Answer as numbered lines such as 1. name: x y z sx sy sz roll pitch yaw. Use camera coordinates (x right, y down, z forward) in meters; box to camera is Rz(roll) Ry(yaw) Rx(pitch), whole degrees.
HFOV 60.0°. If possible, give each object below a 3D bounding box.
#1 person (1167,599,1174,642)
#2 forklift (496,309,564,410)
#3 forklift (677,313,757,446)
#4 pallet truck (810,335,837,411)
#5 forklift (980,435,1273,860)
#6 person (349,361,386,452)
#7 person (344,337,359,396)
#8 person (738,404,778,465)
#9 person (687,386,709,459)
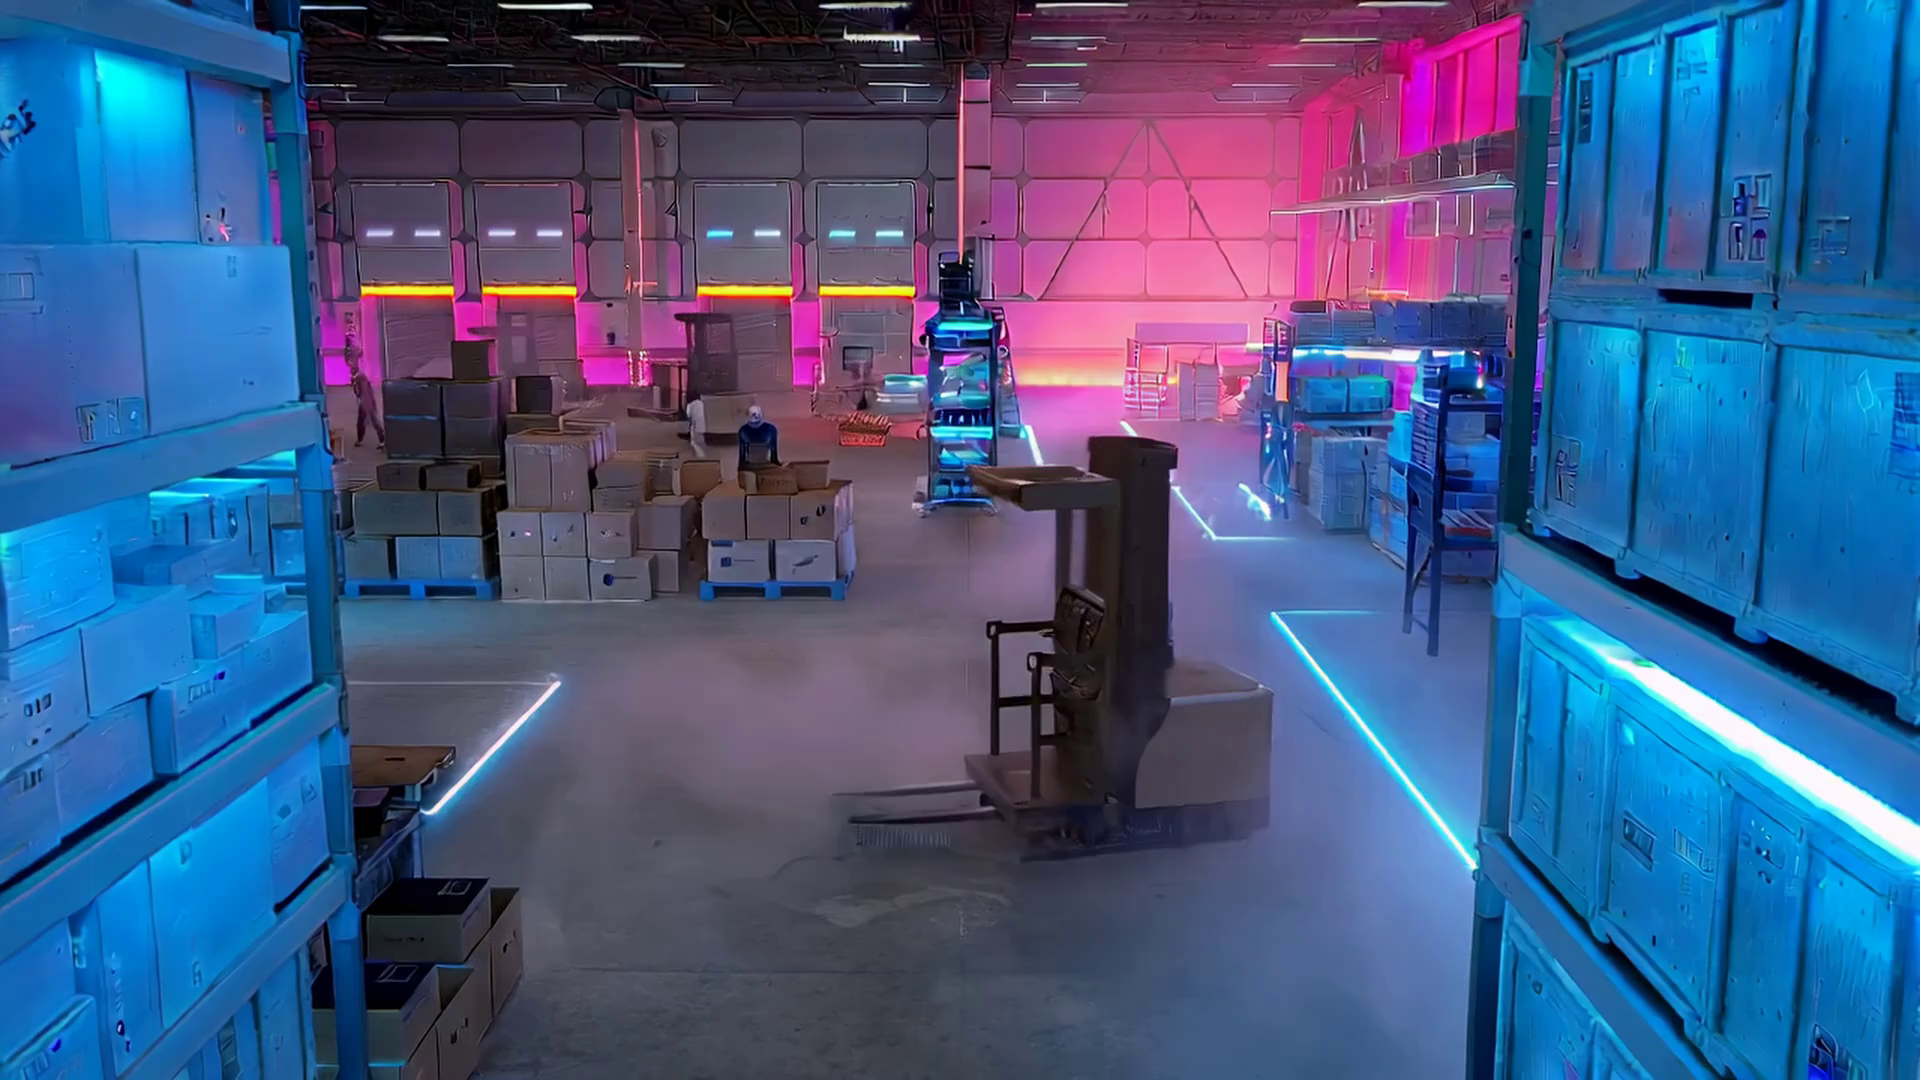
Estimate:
1. person: 1.318 1.042 12.451 0.584 1.916 0.522 0 10 1
2. forklift: -10.113 -3.891 38.150 1.873 2.768 1.129 6 12 31
3. forklift: -5.244 -3.509 35.948 1.129 2.768 1.873 -7 12 -33
4. pallet truck: -3.021 -4.312 43.126 1.885 1.965 0.823 3 10 17
5. forklift: 1.194 0.678 11.791 1.873 2.768 1.129 -3 10 -15
6. person: -12.394 -2.770 34.532 0.956 1.882 0.651 -6 11 -29
7. person: -17.566 -5.004 48.004 0.363 1.686 0.537 2 10 11
8. person: -2.964 -1.029 24.405 0.628 1.929 0.363 3 10 16
9. person: -4.902 -2.041 30.956 0.349 1.671 0.521 1 10 7
